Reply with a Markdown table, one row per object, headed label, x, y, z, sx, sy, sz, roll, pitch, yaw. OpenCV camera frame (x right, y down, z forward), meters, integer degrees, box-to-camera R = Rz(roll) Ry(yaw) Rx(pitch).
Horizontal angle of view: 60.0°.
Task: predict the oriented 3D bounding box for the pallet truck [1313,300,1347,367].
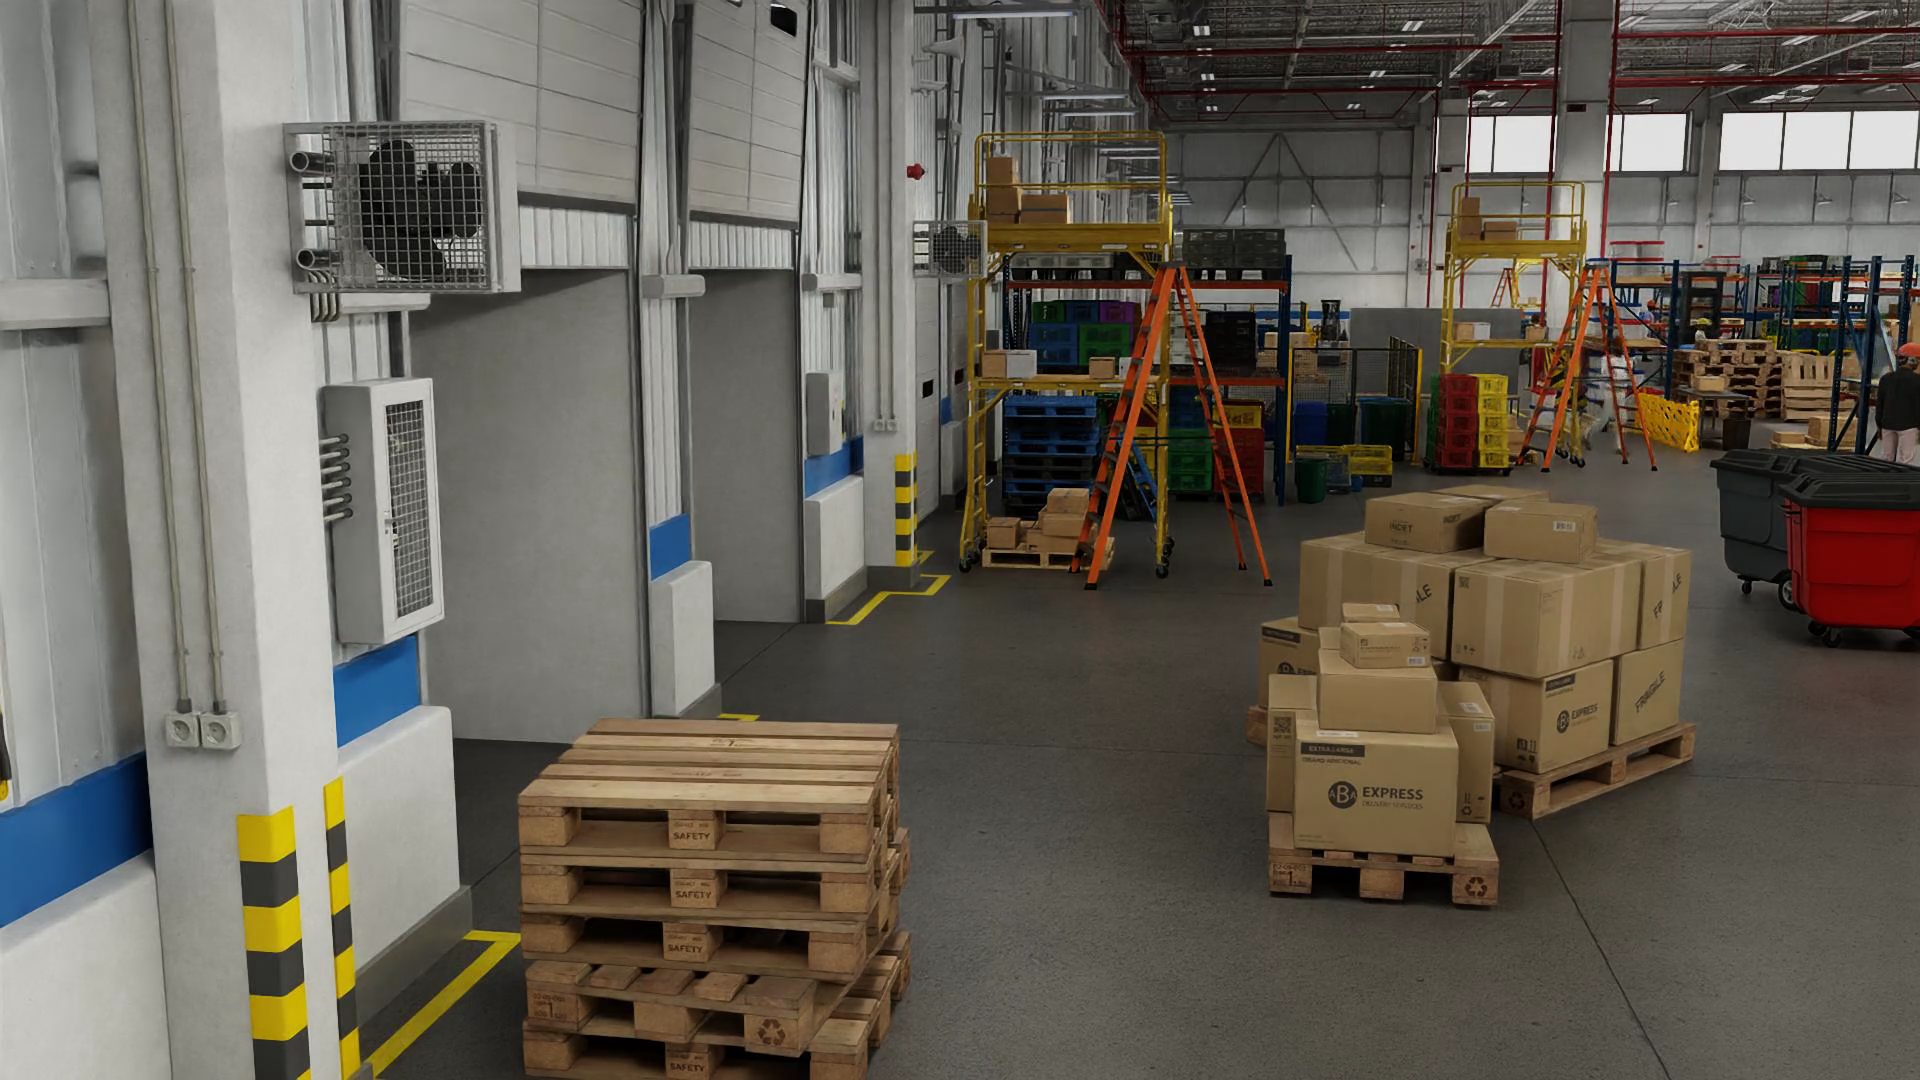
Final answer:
| label | x | y | z | sx | sy | sz | roll | pitch | yaw |
| --- | --- | --- | --- | --- | --- | --- | --- | --- | --- |
| pallet truck | 11.159 | -6.200 | 49.718 | 0.823 | 1.965 | 1.885 | 4 | 10 | 26 |

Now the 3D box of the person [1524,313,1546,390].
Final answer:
| label | x | y | z | sx | sy | sz | roll | pitch | yaw |
| --- | --- | --- | --- | --- | --- | --- | --- | --- | --- |
| person | 13.664 | -4.470 | 39.528 | 0.507 | 1.842 | 0.339 | -3 | 10 | -21 |

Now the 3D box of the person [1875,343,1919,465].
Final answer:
| label | x | y | z | sx | sy | sz | roll | pitch | yaw |
| --- | --- | --- | --- | --- | --- | --- | --- | --- | --- |
| person | 11.225 | -1.348 | 19.822 | 0.392 | 1.990 | 0.611 | -4 | 10 | -25 |

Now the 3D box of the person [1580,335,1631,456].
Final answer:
| label | x | y | z | sx | sy | sz | roll | pitch | yaw |
| --- | --- | --- | --- | --- | --- | --- | --- | --- | --- |
| person | 10.070 | -2.248 | 25.804 | 0.587 | 1.860 | 0.824 | -4 | 10 | -26 |

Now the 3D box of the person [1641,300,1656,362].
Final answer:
| label | x | y | z | sx | sy | sz | roll | pitch | yaw |
| --- | --- | --- | --- | --- | --- | --- | --- | --- | --- |
| person | 21.514 | -6.520 | 51.926 | 0.375 | 1.932 | 0.544 | 5 | 11 | 30 |

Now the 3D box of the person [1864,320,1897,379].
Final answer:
| label | x | y | z | sx | sy | sz | roll | pitch | yaw |
| --- | --- | --- | --- | --- | --- | --- | --- | --- | --- |
| person | 18.003 | -3.375 | 32.648 | 0.643 | 1.897 | 1.018 | 1 | 9 | 5 |

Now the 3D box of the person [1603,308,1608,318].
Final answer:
| label | x | y | z | sx | sy | sz | roll | pitch | yaw |
| --- | --- | --- | --- | --- | --- | --- | --- | --- | --- |
| person | 16.992 | -5.246 | 44.074 | 0.664 | 1.919 | 0.472 | 0 | 9 | -1 |

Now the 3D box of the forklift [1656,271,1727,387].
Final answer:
| label | x | y | z | sx | sy | sz | roll | pitch | yaw |
| --- | --- | --- | --- | --- | --- | --- | --- | --- | --- |
| forklift | 17.535 | -4.966 | 39.392 | 1.129 | 2.768 | 1.873 | 0 | 9 | 0 |

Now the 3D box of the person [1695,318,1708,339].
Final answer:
| label | x | y | z | sx | sy | sz | roll | pitch | yaw |
| --- | --- | --- | --- | --- | --- | --- | --- | --- | --- |
| person | 17.317 | -4.321 | 38.916 | 0.295 | 1.744 | 0.484 | 5 | 10 | 27 |
